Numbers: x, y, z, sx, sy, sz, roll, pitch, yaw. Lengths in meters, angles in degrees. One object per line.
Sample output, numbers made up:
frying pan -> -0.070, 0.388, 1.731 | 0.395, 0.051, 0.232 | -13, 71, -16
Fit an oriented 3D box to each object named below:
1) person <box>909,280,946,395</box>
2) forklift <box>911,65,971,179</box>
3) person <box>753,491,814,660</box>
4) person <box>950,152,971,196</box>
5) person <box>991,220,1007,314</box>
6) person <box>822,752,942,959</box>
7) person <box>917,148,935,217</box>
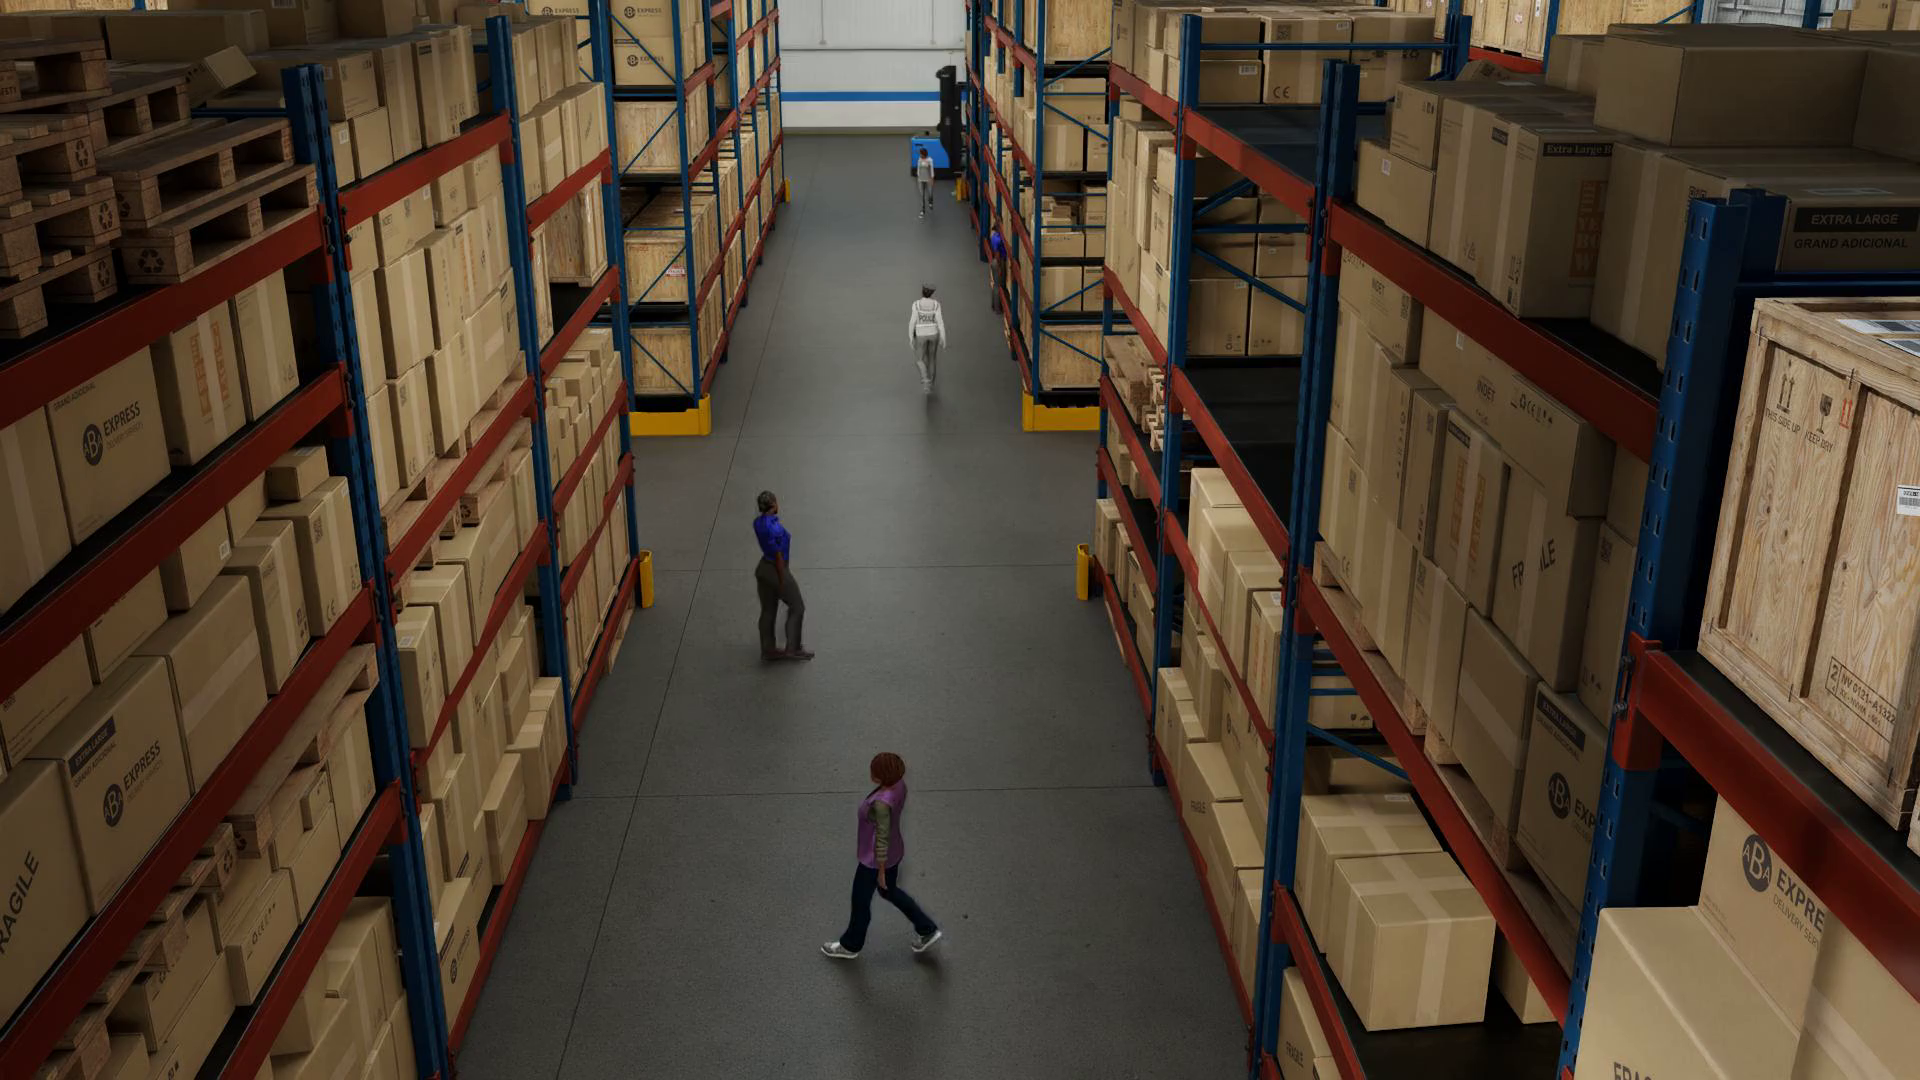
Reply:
person -> -0.472, -2.982, 24.582 | 0.551, 1.669, 0.677 | -5, 21, -14
forklift -> 0.199, -11.383, 45.341 | 3.031, 2.941, 1.121 | 1, 21, 4
person -> -1.715, 0.339, 15.738 | 0.473, 1.662, 0.501 | -15, 25, -35
person -> 0.261, -9.527, 42.180 | 1.004, 1.625, 0.452 | -2, 21, -6
person -> 0.727, -4.901, 29.782 | 0.338, 1.660, 0.441 | -5, 21, -12
person -> -0.542, 2.103, 11.091 | 0.808, 1.571, 0.412 | 8, 22, 20
person -> -0.817, -8.521, 39.570 | 0.442, 1.603, 0.633 | 5, 21, 12
